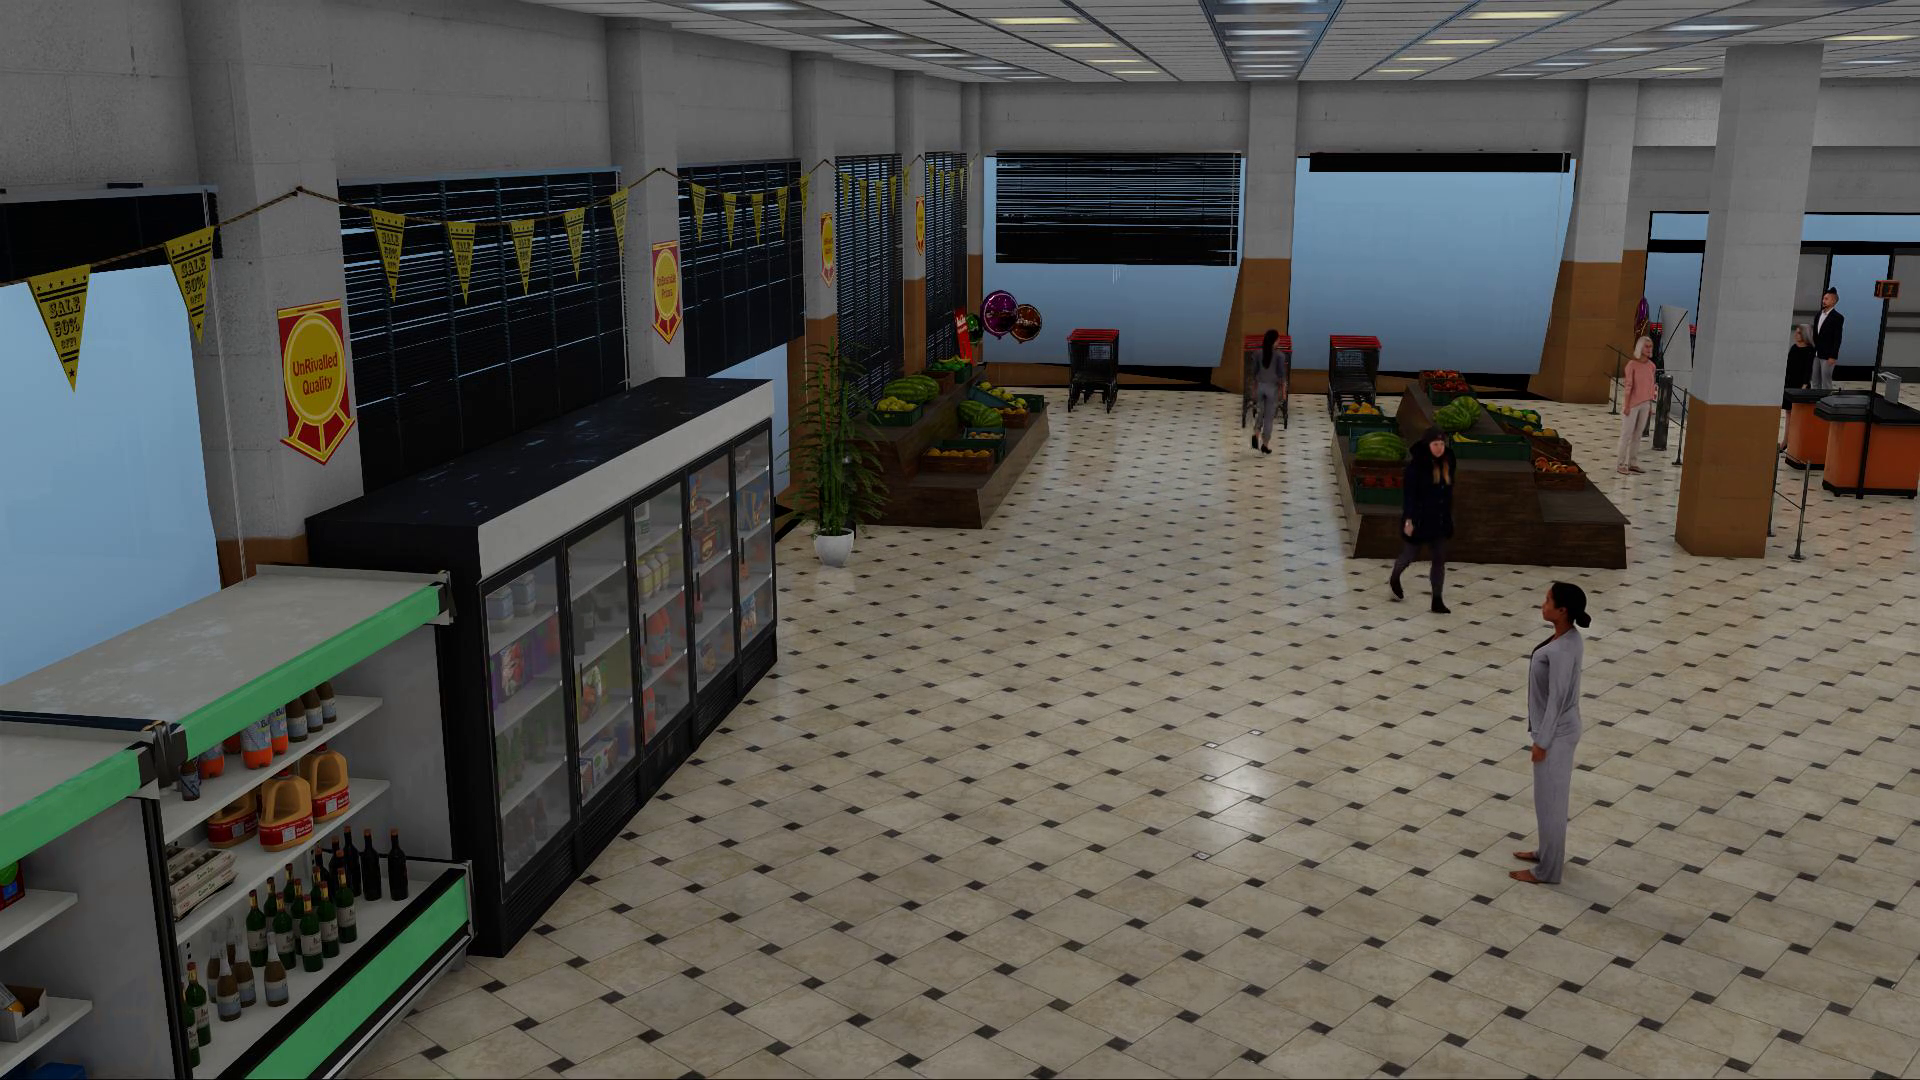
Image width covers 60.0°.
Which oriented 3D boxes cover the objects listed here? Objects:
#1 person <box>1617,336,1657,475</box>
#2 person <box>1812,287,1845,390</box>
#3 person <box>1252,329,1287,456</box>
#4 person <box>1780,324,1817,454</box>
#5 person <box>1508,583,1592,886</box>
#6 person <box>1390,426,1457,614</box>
[{"bbox_3d":[8.514,-1.704,20.915,0.677,1.725,0.691,-5,15,-21],"label":"person"},{"bbox_3d":[13.077,-2.844,25.139,0.851,1.949,0.682,-3,14,-13],"label":"person"},{"bbox_3d":[4.044,-1.942,22.023,0.730,1.665,0.769,12,18,41],"label":"person"},{"bbox_3d":[11.114,-2.003,22.103,0.737,1.747,0.621,-3,14,-11],"label":"person"},{"bbox_3d":[3.374,1.078,9.421,0.736,1.737,0.556,6,15,22],"label":"person"},{"bbox_3d":[4.120,-0.195,14.862,0.988,1.645,1.183,-4,14,-17],"label":"person"}]
